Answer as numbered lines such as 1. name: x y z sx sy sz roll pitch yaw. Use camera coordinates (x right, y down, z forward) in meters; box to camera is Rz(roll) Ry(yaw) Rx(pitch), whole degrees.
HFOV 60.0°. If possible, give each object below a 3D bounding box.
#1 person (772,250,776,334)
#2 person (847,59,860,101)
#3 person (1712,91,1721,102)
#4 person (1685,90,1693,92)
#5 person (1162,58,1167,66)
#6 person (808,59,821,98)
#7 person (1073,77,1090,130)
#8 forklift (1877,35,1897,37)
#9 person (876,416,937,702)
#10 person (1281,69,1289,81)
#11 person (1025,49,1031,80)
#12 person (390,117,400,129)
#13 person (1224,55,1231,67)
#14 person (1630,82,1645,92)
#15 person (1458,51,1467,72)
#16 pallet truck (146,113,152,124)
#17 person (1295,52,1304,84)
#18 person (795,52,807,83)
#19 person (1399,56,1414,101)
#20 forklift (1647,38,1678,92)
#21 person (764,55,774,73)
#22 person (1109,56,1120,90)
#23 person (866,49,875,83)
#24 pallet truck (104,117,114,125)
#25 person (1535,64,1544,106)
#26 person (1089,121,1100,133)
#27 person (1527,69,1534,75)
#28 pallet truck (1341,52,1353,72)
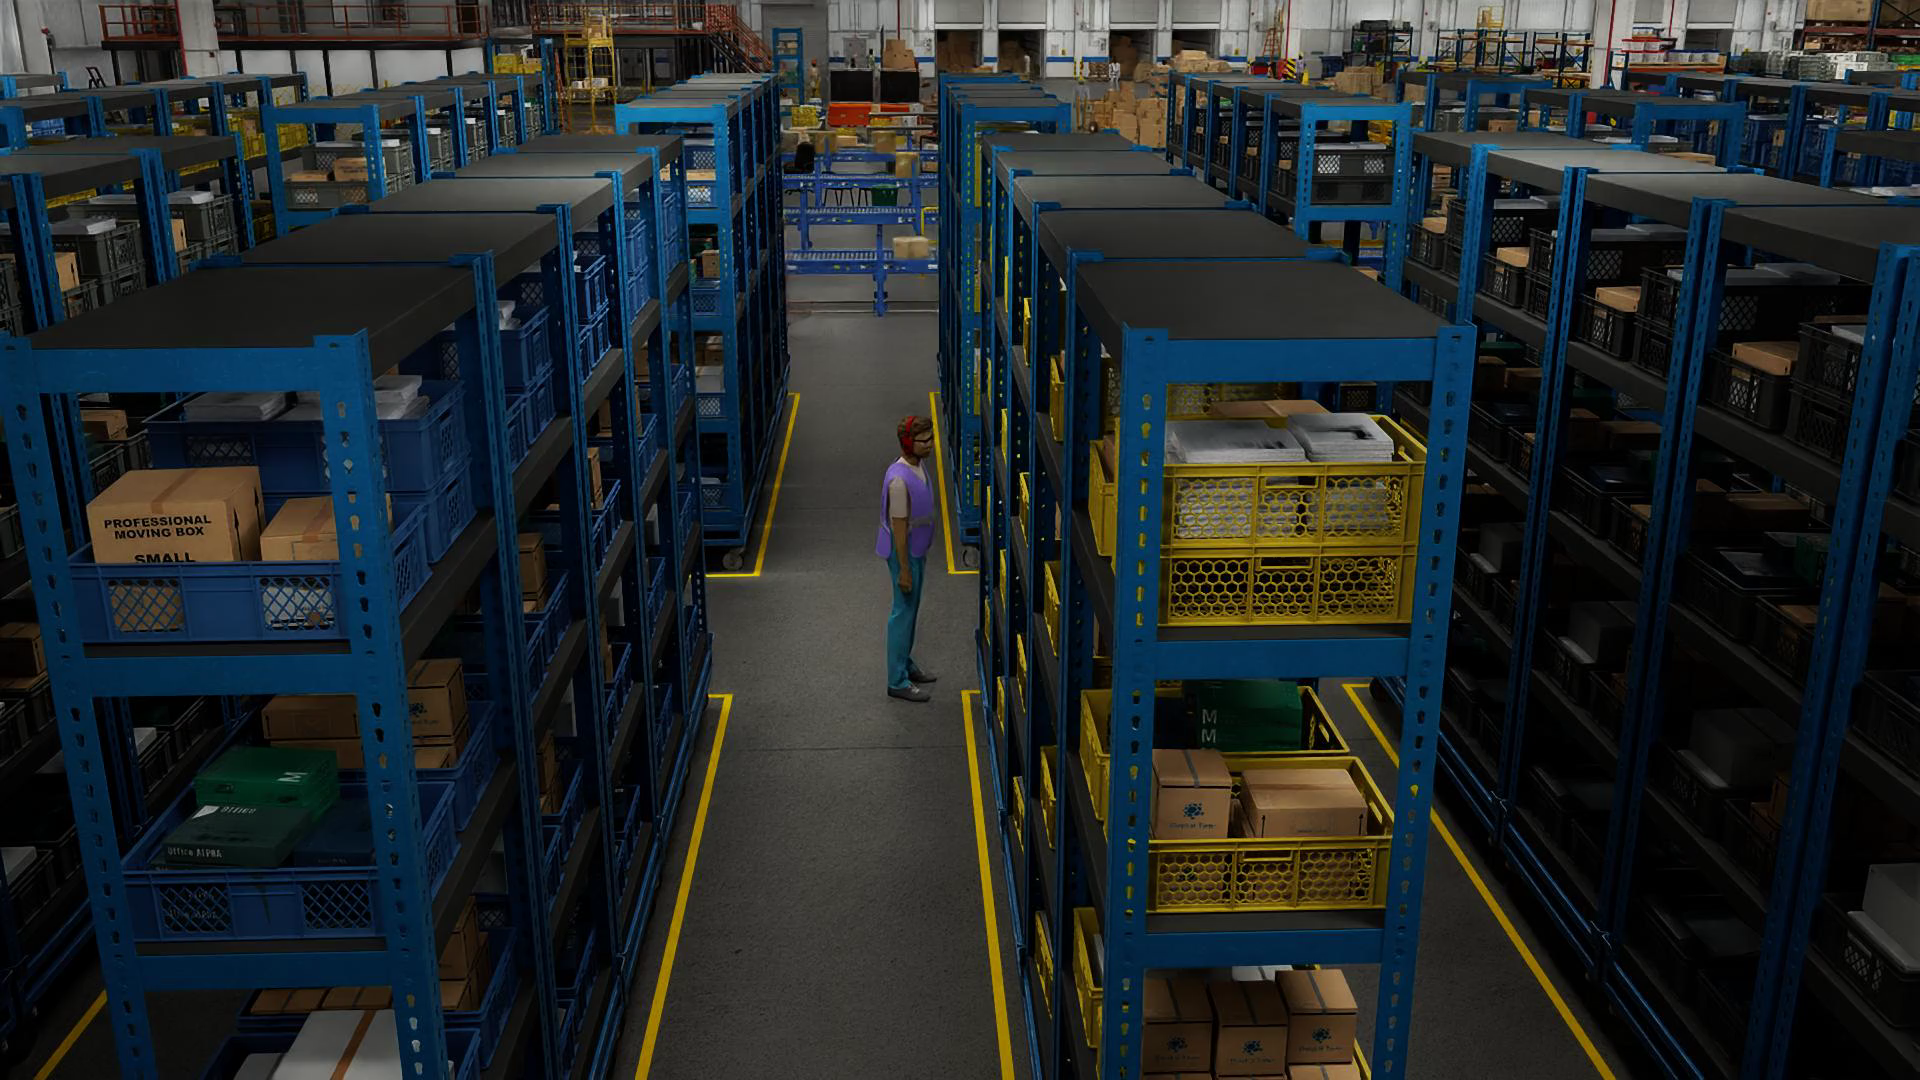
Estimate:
1. person: -2.612 -3.541 22.021 0.439 1.749 0.536 2 18 7
2. person: -4.851 -20.929 75.646 0.591 1.878 0.992 -4 18 -12
3. person: 28.475 -16.637 62.785 0.808 1.606 0.523 -10 21 -29
4. person: 24.277 -14.304 55.066 0.634 1.924 0.701 14 22 37
5. person: 9.315 -21.096 76.141 0.576 1.884 0.355 11 21 32
6. person: -6.562 -20.632 74.690 0.553 1.906 0.933 -9 20 -25
7. person: 4.280 -15.421 58.760 0.593 1.777 0.951 0 18 -1
8. forklift: 44.183 -22.805 79.833 1.129 2.768 1.873 -1 18 -2
9. person: -0.340 0.102 10.603 0.374 1.843 0.568 3 18 8
10. person: 12.098 -16.607 62.162 0.354 1.939 0.544 4 18 11
11. person: 3.775 -26.012 91.392 0.494 1.857 0.552 8 20 23
12. person: -18.042 -13.542 52.991 0.484 1.744 0.297 7 19 20
13. person: 12.656 -22.075 79.082 0.607 1.930 0.634 -14 23 -38
14. person: 21.387 -13.528 52.582 0.626 1.985 1.037 -4 18 -12
15. person: 26.043 -24.467 86.529 0.763 1.913 0.639 -2 18 -5
16. pallet truck: -18.087 -8.309 36.390 1.885 1.965 0.823 -1 18 -4
17. person: 17.103 -23.588 83.795 0.585 1.923 0.390 -12 22 -33
18. person: -8.982 -26.358 92.425 0.871 1.890 0.600 -6 19 -18
19. person: 20.164 -20.846 75.115 0.686 2.000 0.828 14 23 37
20. forklift: 30.796 -20.577 72.940 1.129 2.768 1.873 -1 18 -2
21. person: -9.360 -22.882 81.749 0.532 1.830 0.466 -5 19 -16
22. person: 7.310 -21.905 78.668 0.573 1.877 0.353 -5 19 -15
23. person: -4.968 -26.523 93.004 0.430 1.844 0.623 14 23 37
24. pallet truck: -18.367 -7.885 35.078 1.885 1.965 0.823 1 18 2
25. person: 24.089 -18.864 69.282 0.512 1.859 0.320 -10 21 -29
26. person: 3.154 -9.153 39.640 0.527 1.595 0.804 8 19 22
27. person: 21.441 -16.760 62.669 1.002 1.912 0.646 1 18 4
28. pallet truck: 18.794 -23.123 82.231 0.823 1.965 1.885 -13 22 -35
